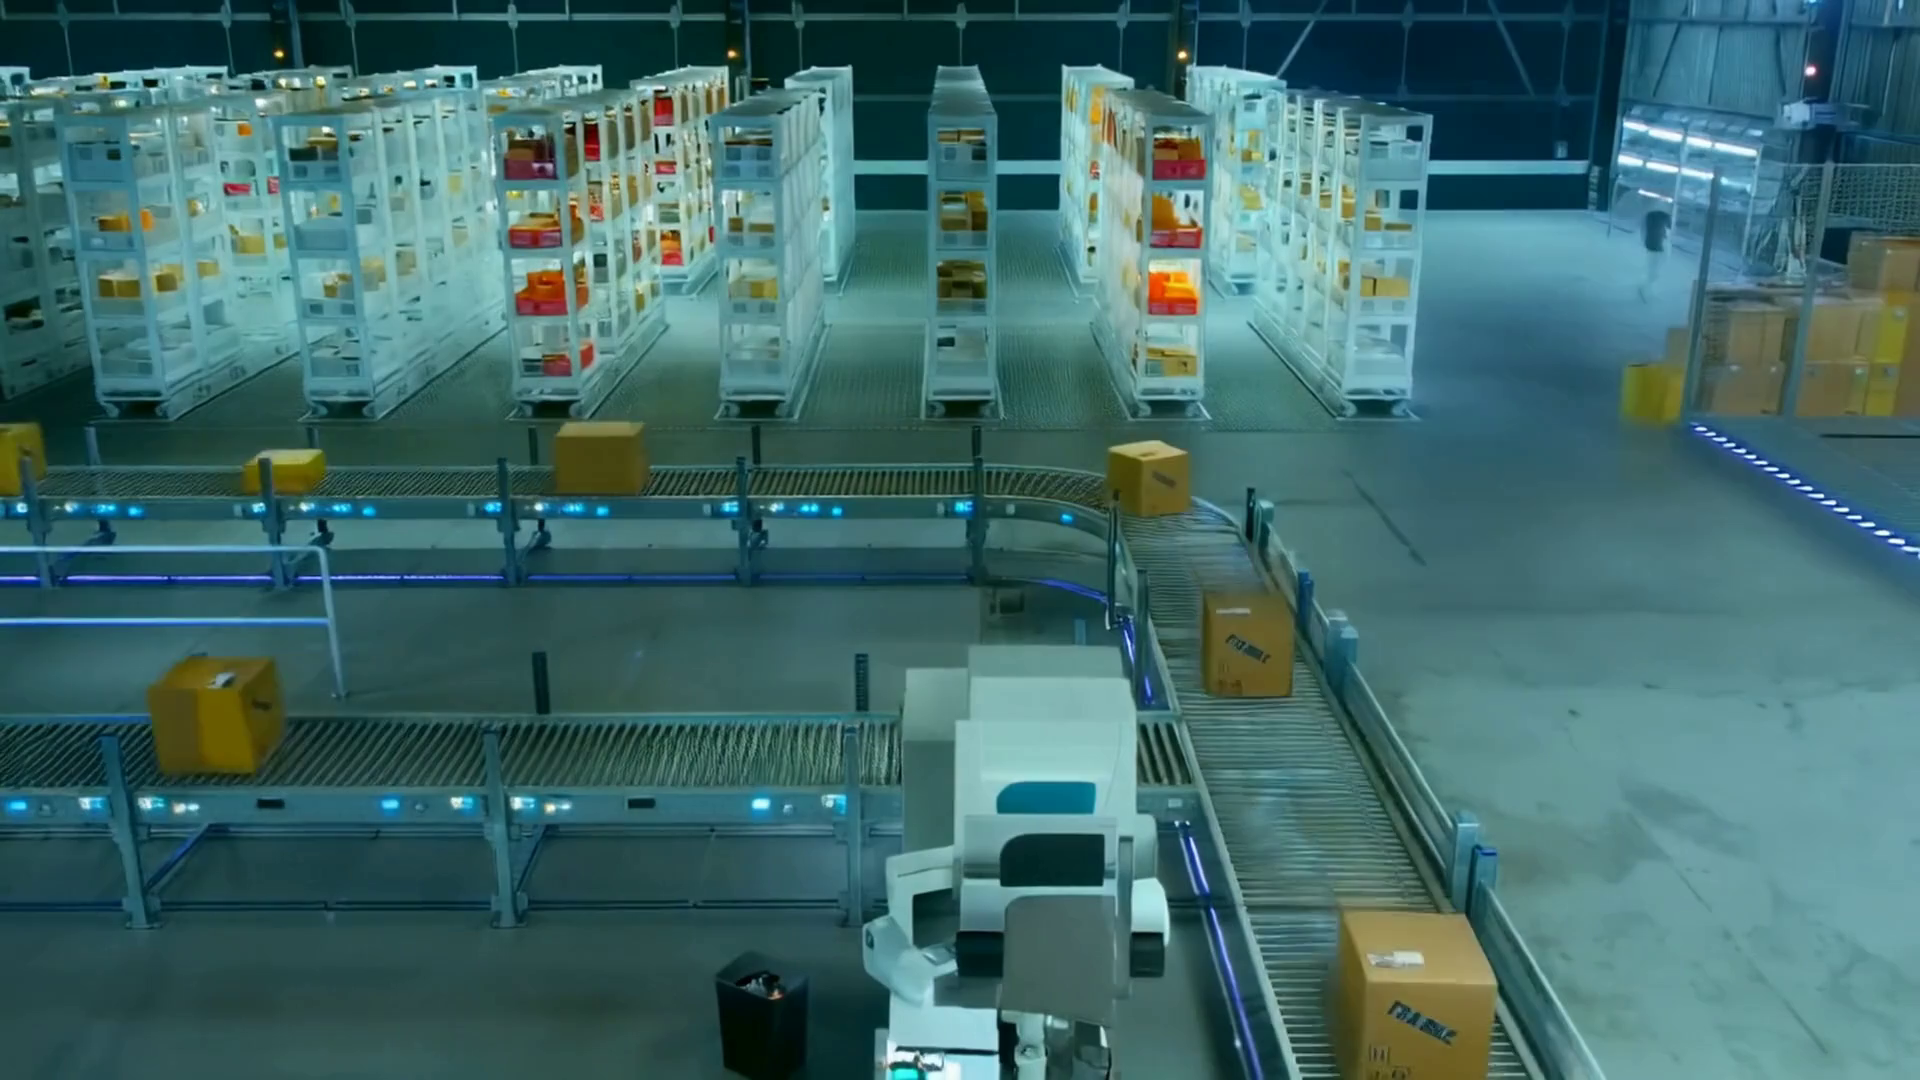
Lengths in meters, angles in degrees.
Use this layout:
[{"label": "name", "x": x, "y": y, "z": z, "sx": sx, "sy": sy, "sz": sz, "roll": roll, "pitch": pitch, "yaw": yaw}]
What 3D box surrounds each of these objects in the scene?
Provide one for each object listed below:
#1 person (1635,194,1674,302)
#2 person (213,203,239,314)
[{"label": "person", "x": 11.520, "y": -4.806, "z": 27.514, "sx": 0.698, "sy": 1.806, "sz": 0.600, "roll": -7, "pitch": 19, "yaw": -22}, {"label": "person", "x": -11.736, "y": -4.557, "z": 26.708, "sx": 0.404, "sy": 1.831, "sz": 0.601, "roll": -14, "pitch": 22, "yaw": -36}]
